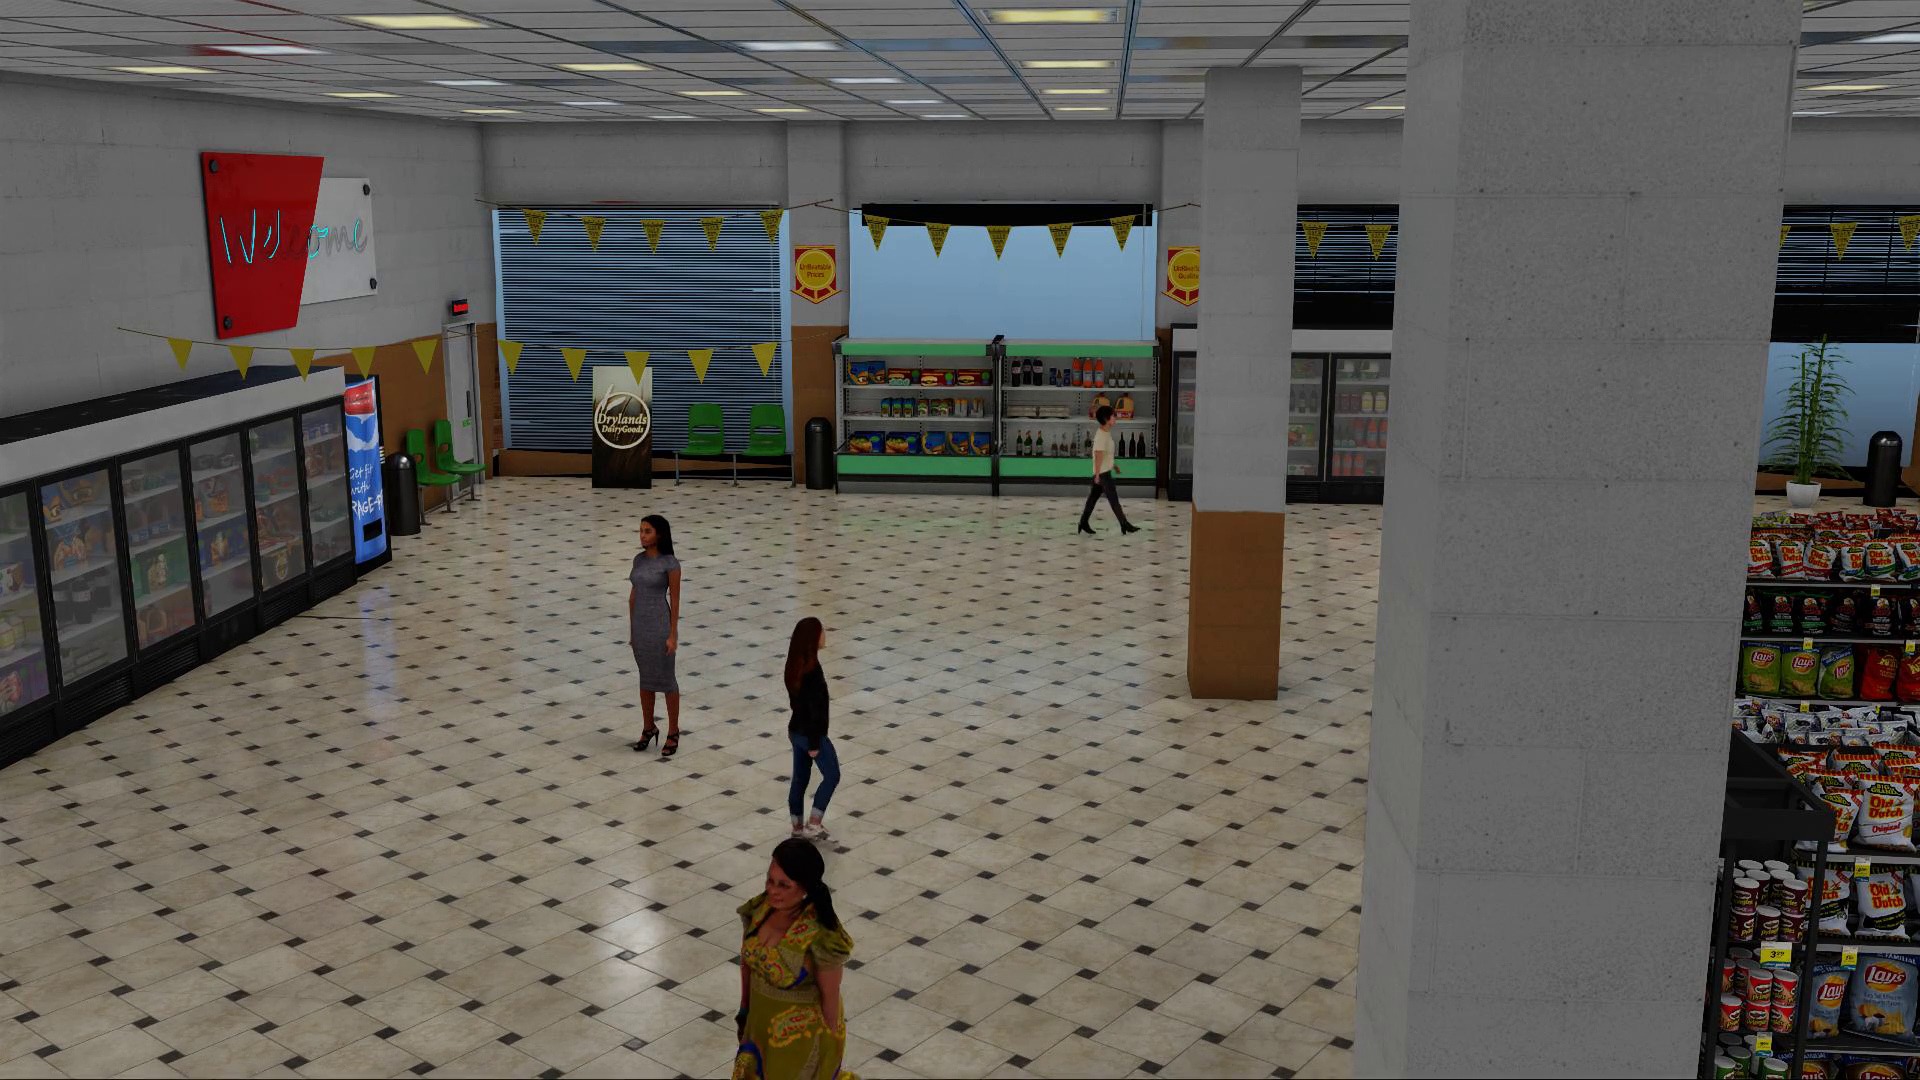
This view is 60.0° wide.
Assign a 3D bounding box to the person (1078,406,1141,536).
[{"bbox_3d":[1.626,-0.799,19.802,0.989,1.555,0.645,2,12,9],"label":"person"}]

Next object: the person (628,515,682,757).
[{"bbox_3d":[-2.228,0.690,12.185,0.582,1.781,0.714,6,13,27],"label":"person"}]

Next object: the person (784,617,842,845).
[{"bbox_3d":[-1.009,1.215,10.437,0.699,1.474,0.650,-8,14,-35],"label":"person"}]

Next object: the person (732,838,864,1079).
[{"bbox_3d":[-0.617,1.939,6.607,1.111,1.635,1.115,9,15,38],"label":"person"}]
